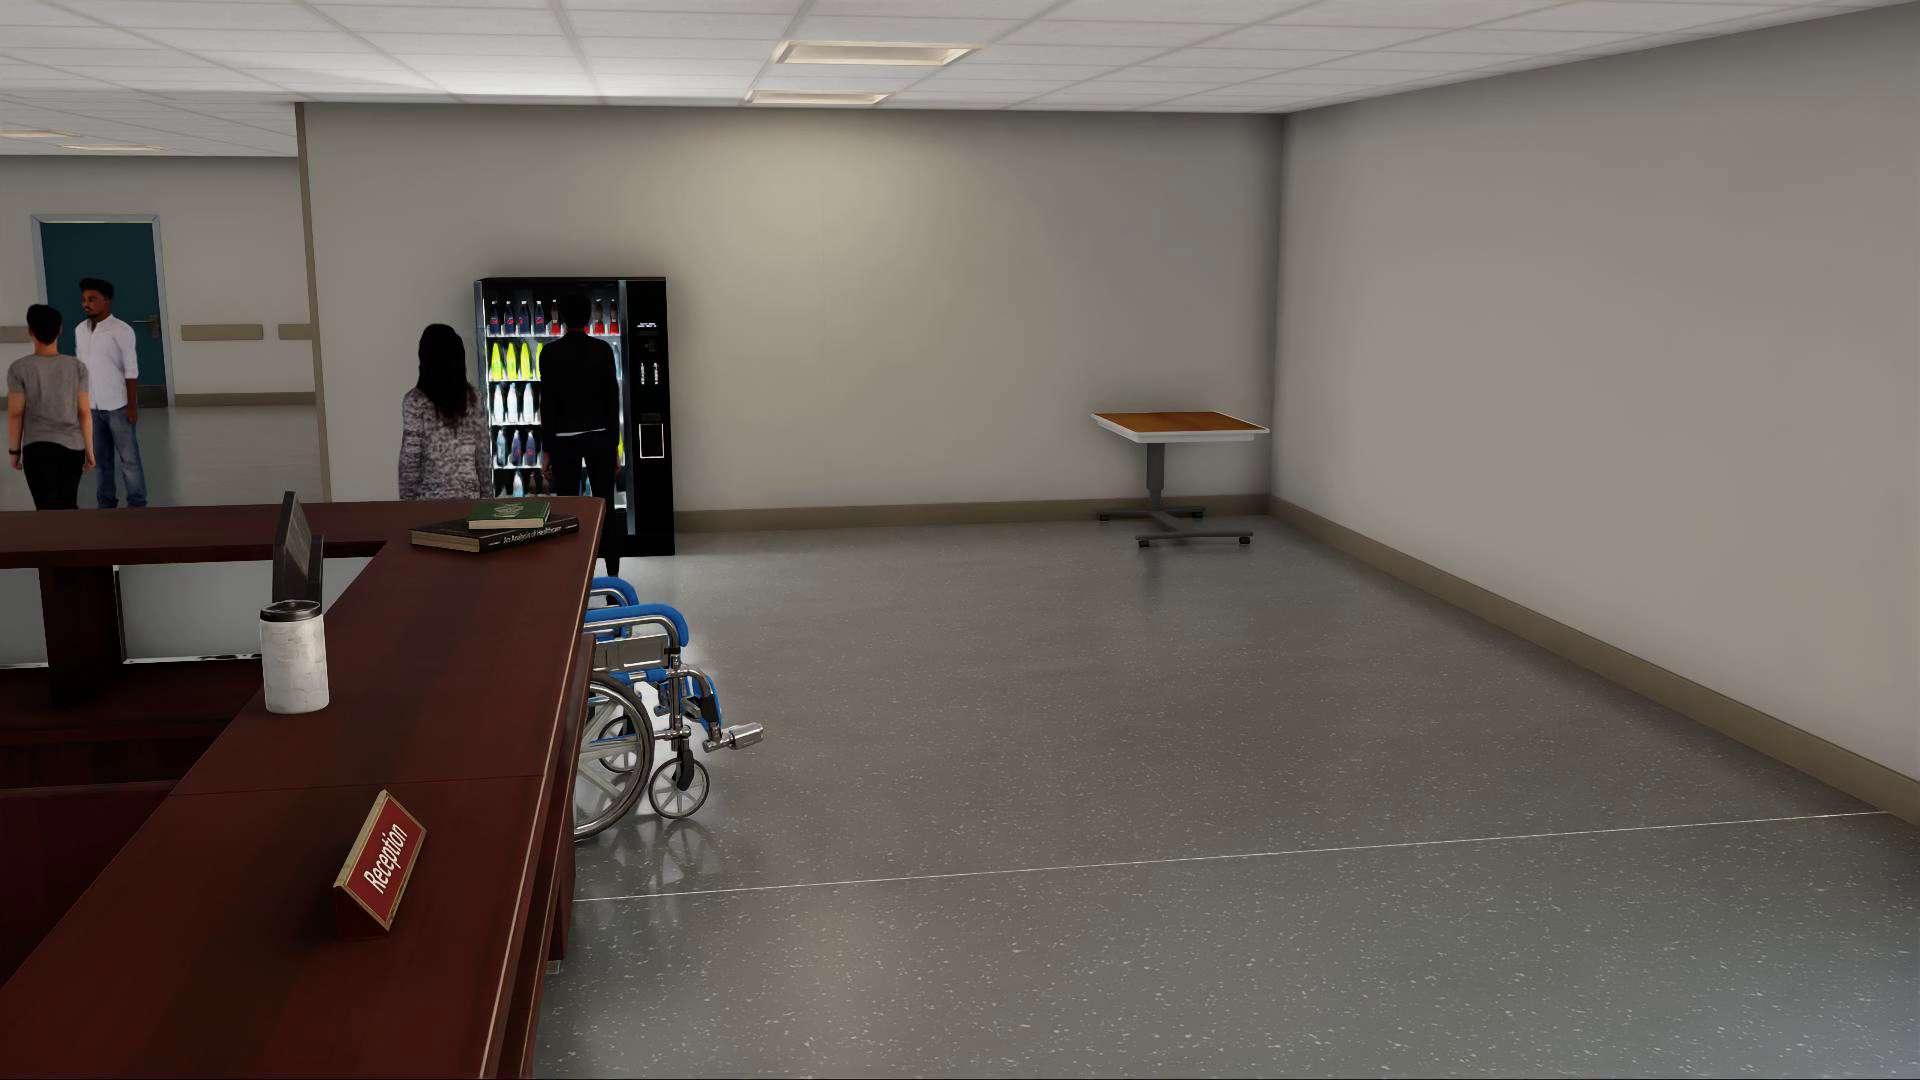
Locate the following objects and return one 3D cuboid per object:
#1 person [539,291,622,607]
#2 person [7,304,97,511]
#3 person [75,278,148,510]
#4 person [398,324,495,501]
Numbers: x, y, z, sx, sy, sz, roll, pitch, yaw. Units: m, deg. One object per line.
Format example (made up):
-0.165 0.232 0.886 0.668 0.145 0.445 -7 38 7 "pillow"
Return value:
-2.100 -0.465 9.258 0.507 1.834 0.691 -4 11 -19 "person"
-5.481 -0.546 10.063 1.124 1.692 1.028 -9 14 -39 "person"
-6.308 -1.037 12.339 0.635 1.809 0.779 2 11 12 "person"
-2.403 -0.139 7.896 1.133 1.702 1.110 9 14 38 "person"
